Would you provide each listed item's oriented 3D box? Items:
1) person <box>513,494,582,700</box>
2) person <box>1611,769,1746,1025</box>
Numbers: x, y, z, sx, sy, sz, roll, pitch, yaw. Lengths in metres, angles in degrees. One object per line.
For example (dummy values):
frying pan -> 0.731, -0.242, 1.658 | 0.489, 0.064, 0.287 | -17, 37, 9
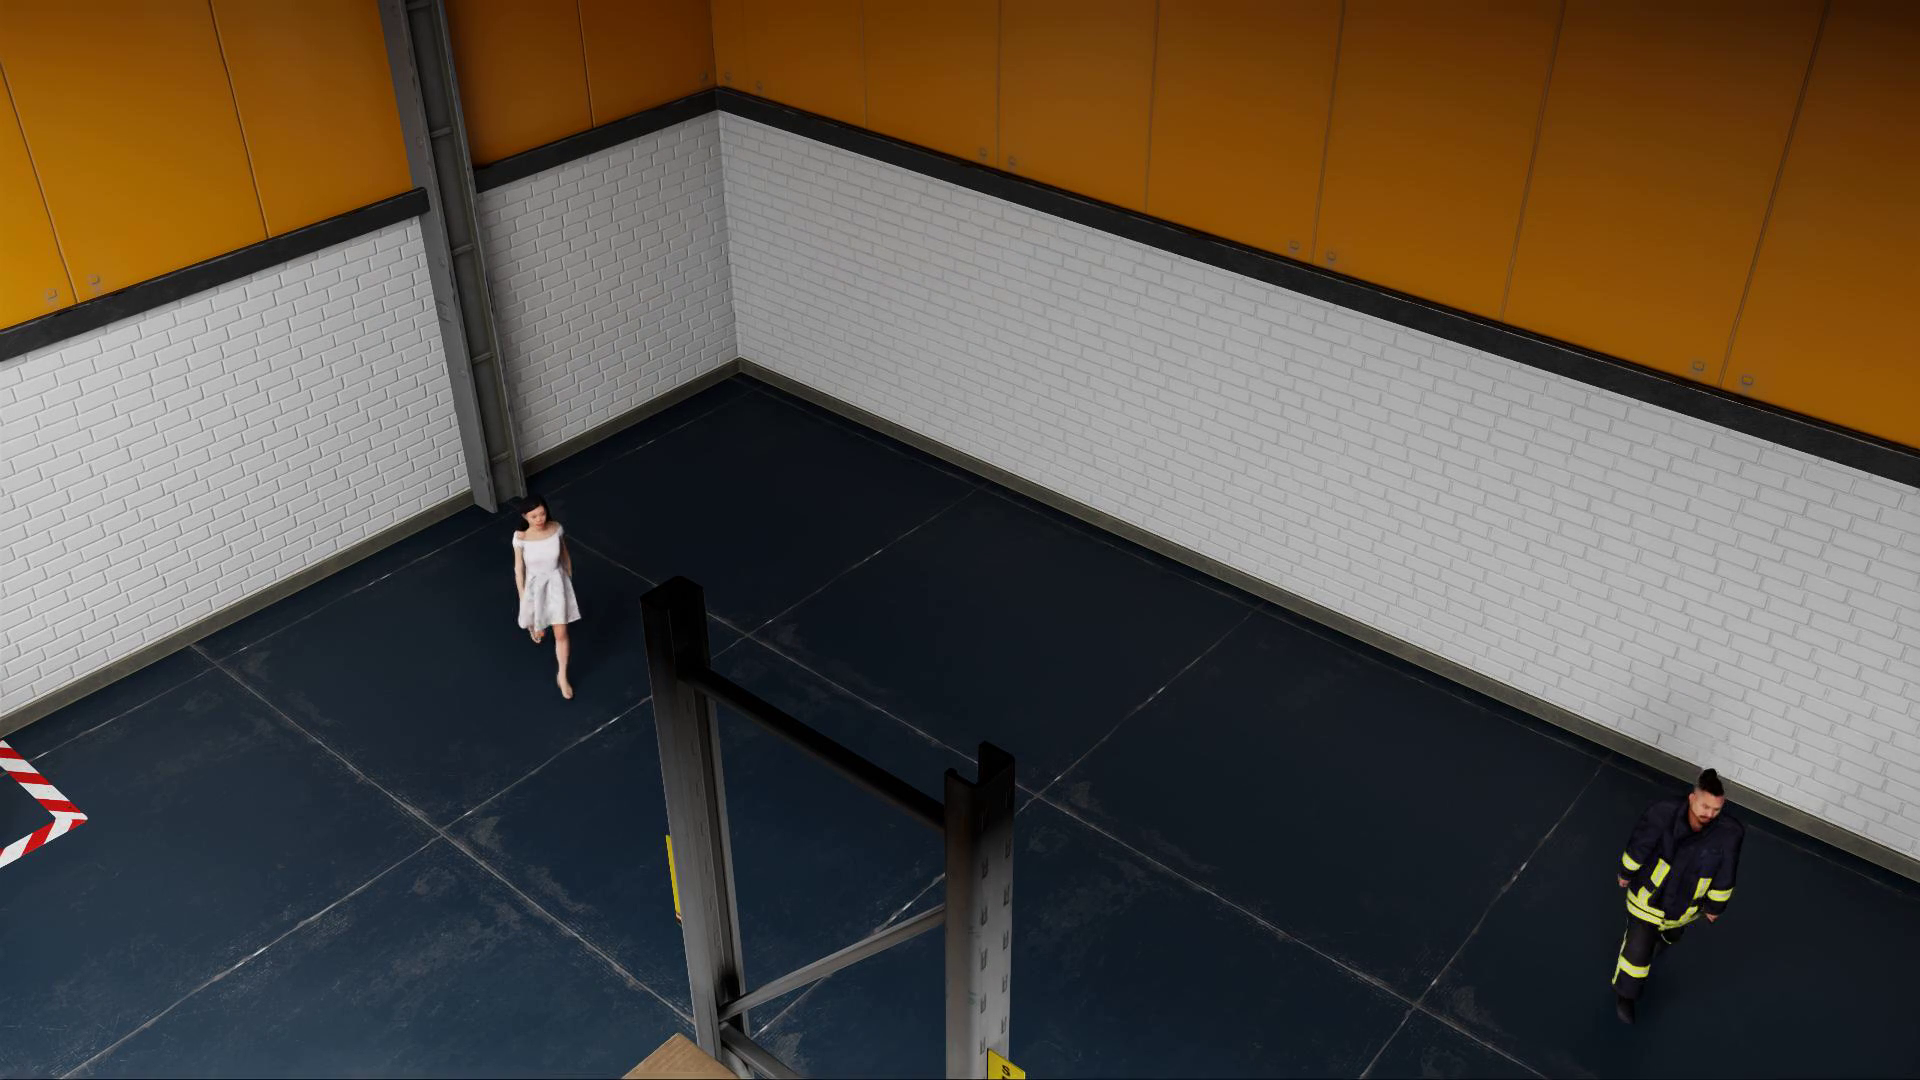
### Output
person -> -3.163, 0.377, 12.636 | 0.982, 1.759, 0.900 | -16, 37, -23
person -> 4.350, 2.012, 10.107 | 1.017, 1.836, 1.252 | 14, 36, 21
